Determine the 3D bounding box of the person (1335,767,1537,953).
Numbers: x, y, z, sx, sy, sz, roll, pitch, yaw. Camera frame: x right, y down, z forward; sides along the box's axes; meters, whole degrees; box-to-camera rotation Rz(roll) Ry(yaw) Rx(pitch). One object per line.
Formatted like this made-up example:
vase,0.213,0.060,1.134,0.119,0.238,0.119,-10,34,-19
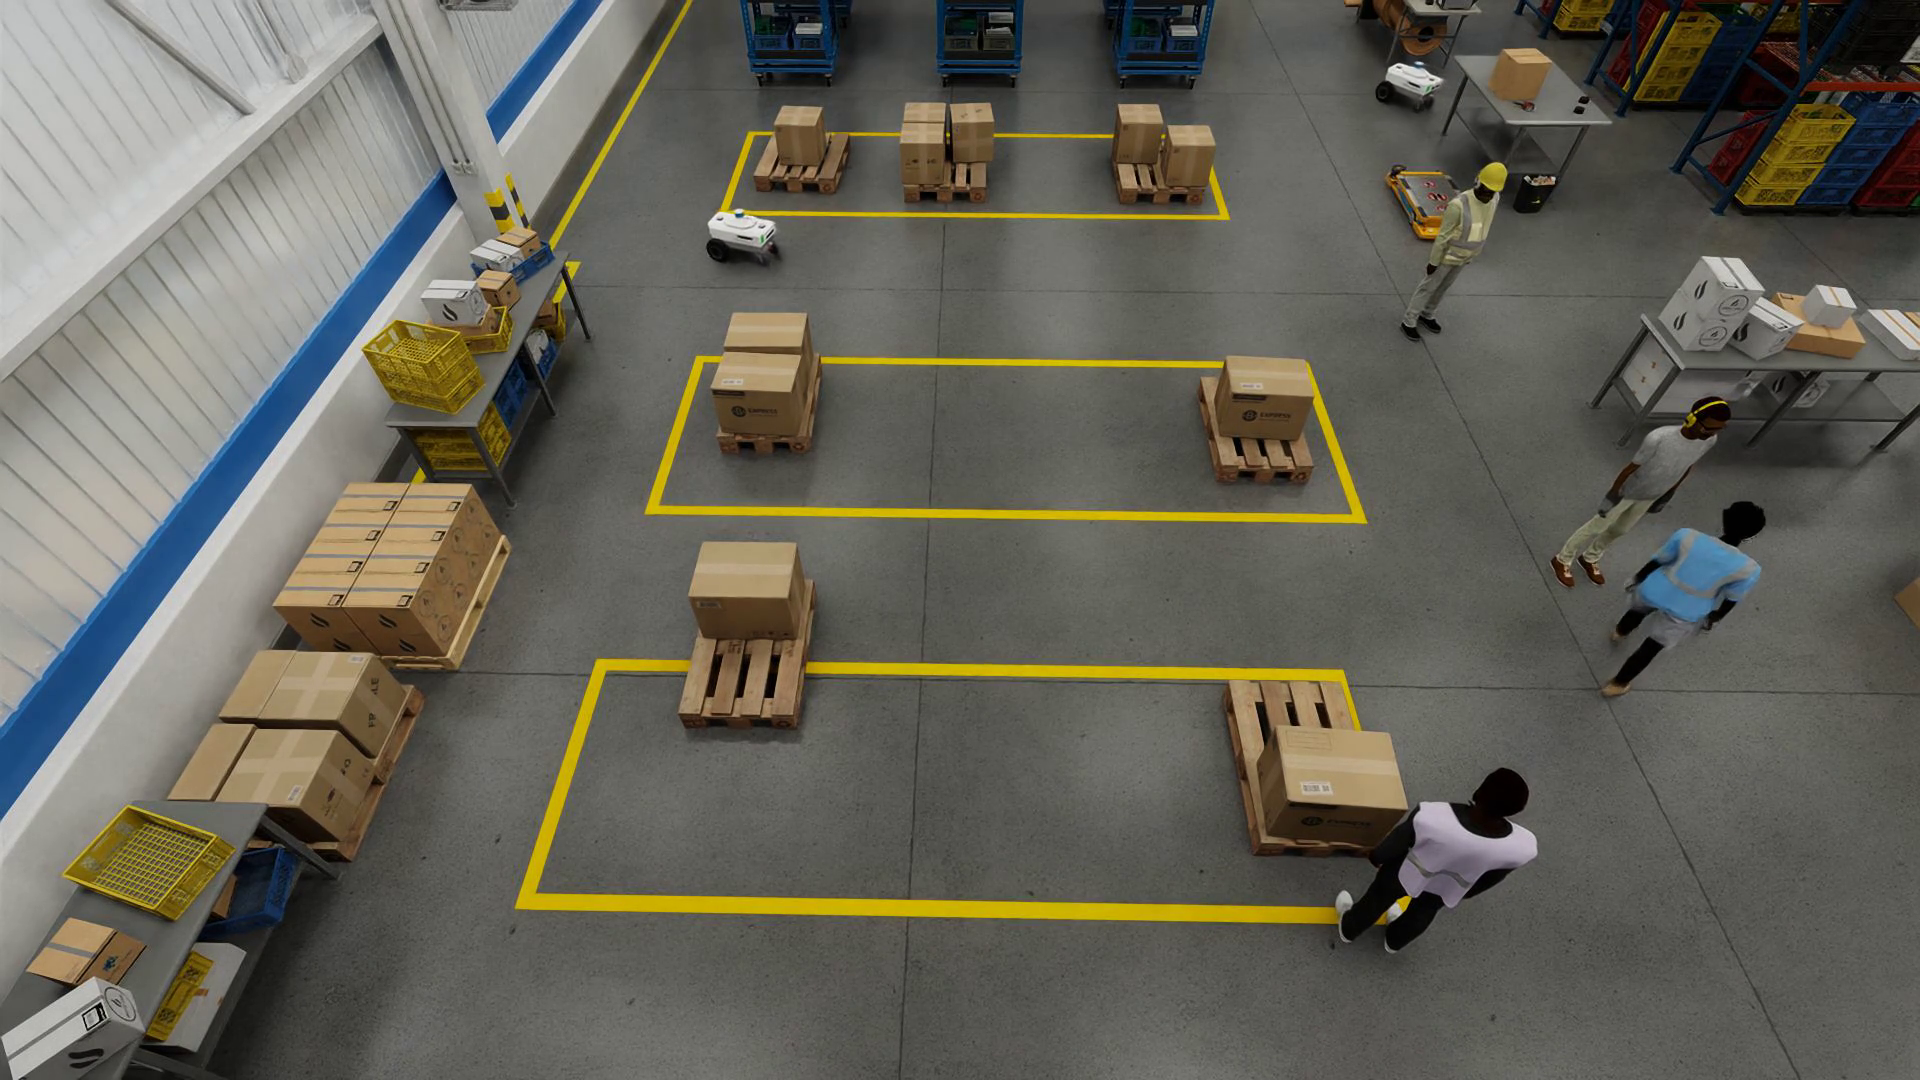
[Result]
person,2.522,1.772,4.909,0.579,1.910,0.396,12,50,10

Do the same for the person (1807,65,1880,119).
person,11.905,-6.397,11.993,0.355,1.884,0.575,-19,52,-16

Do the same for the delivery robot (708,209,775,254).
delivery robot,-2.437,-3.466,10.269,0.707,0.478,0.477,14,51,12

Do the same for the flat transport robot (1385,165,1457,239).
flat transport robot,5.692,-4.094,11.059,0.652,0.197,1.431,1,49,1

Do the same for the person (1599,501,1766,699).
person,4.916,0.377,6.279,0.838,1.644,0.586,-34,57,-26

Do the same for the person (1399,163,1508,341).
person,4.814,-2.789,8.905,0.600,1.827,0.403,-21,52,-18

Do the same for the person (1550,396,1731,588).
person,5.004,-0.327,6.759,0.503,1.862,0.328,0,49,0

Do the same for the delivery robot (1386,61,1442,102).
delivery robot,6.342,-6.433,12.837,0.477,0.478,0.707,-32,56,-24
